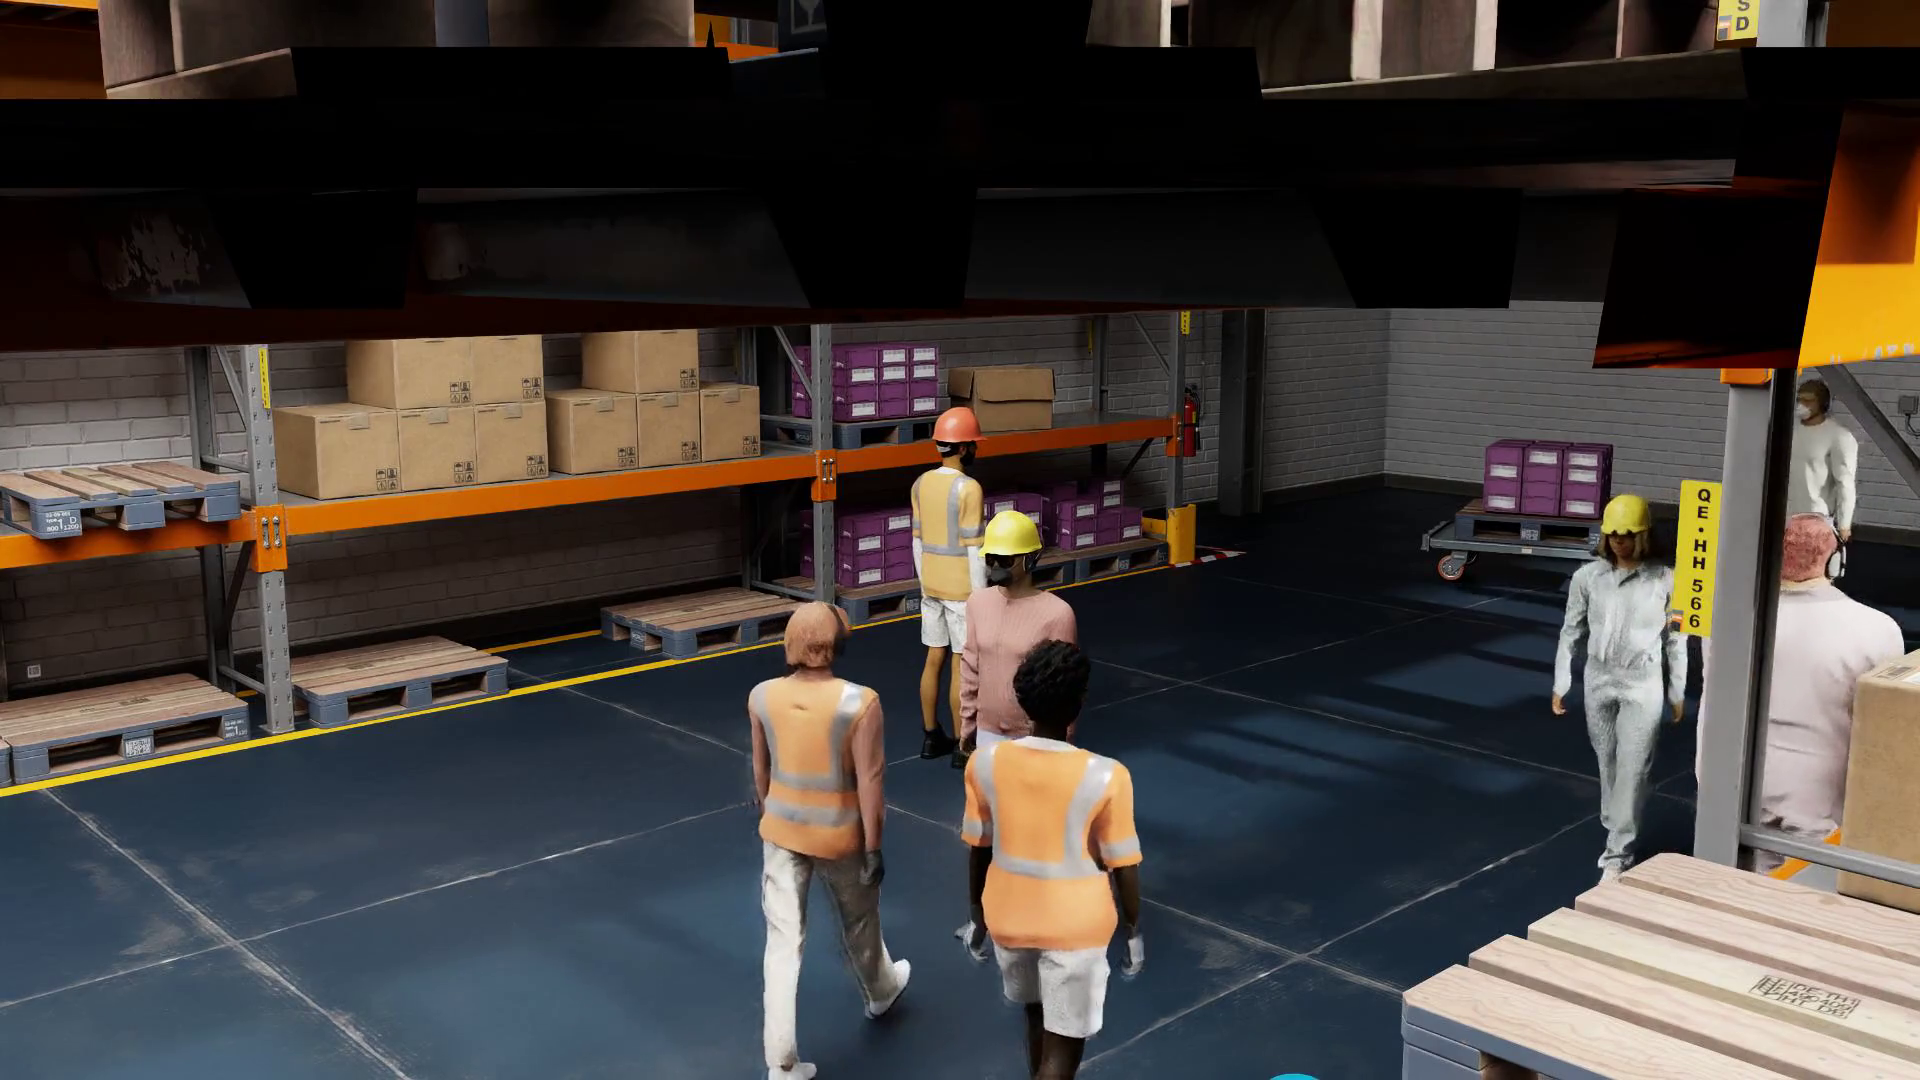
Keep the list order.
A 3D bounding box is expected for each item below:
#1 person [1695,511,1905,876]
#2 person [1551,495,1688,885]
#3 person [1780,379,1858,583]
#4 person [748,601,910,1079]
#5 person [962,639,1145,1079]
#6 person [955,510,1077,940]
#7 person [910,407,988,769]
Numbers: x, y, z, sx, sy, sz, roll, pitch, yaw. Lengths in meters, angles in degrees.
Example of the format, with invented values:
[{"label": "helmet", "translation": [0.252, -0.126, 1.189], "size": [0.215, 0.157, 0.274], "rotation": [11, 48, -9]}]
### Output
[{"label": "person", "translation": [2.867, 0.838, 5.737], "size": [0.880, 1.875, 0.644], "rotation": [-8, 13, -40]}, {"label": "person", "translation": [2.826, 0.662, 7.211], "size": [0.515, 1.705, 0.827], "rotation": [8, 12, 38]}, {"label": "person", "translation": [5.866, -0.178, 11.645], "size": [1.031, 1.883, 0.639], "rotation": [-3, 10, -17]}, {"label": "person", "translation": [-0.457, 0.989, 5.639], "size": [0.526, 1.584, 0.887], "rotation": [3, 10, 20]}, {"label": "person", "translation": [0.256, 1.105, 4.795], "size": [0.539, 1.660, 0.837], "rotation": [6, 11, 30]}, {"label": "person", "translation": [0.212, 0.757, 6.512], "size": [0.531, 1.767, 0.328], "rotation": [7, 12, 36]}, {"label": "person", "translation": [-0.024, 0.255, 8.947], "size": [0.369, 1.939, 0.542], "rotation": [-8, 12, -38]}]
